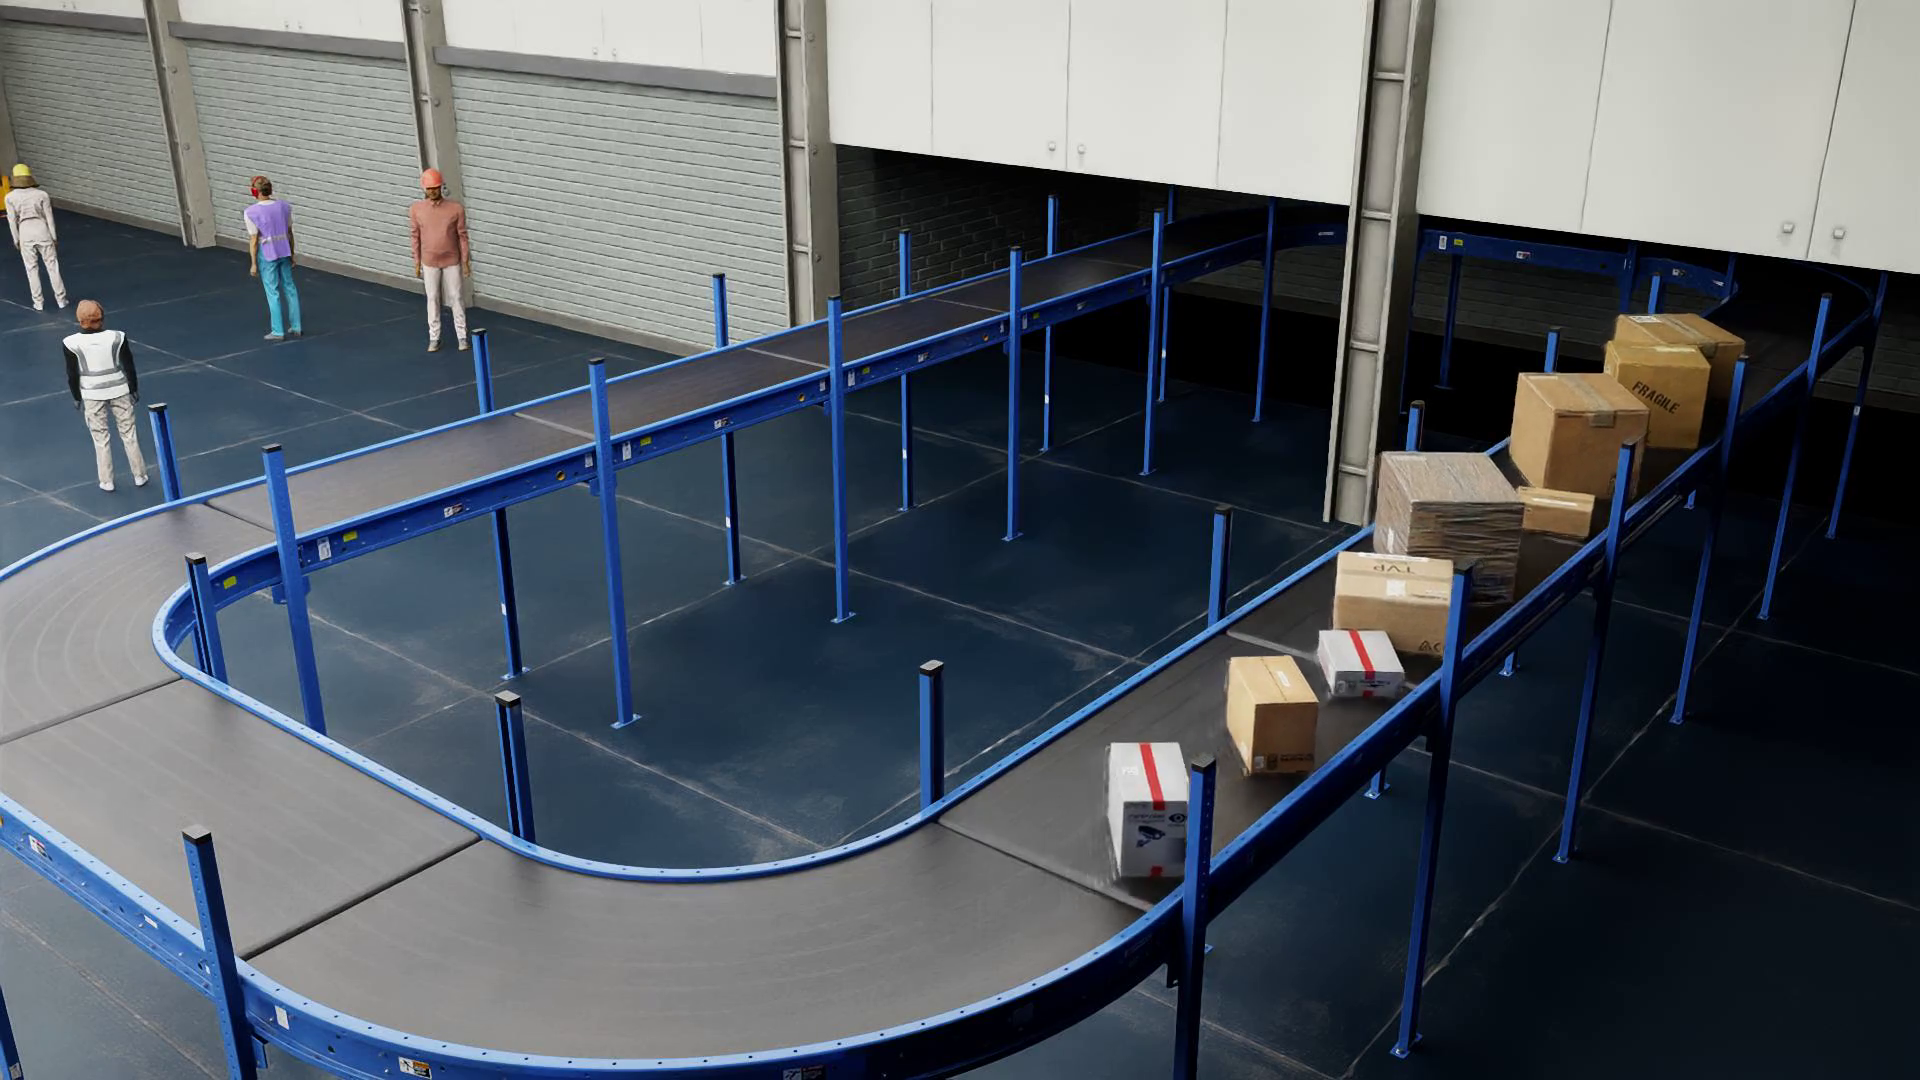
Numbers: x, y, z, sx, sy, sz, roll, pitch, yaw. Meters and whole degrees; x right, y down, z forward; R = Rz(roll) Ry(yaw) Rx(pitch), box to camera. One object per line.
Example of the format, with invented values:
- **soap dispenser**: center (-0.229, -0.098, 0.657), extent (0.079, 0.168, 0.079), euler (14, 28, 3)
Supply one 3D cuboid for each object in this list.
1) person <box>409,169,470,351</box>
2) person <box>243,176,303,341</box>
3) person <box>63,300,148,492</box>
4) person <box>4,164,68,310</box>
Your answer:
- **person**: center (-5.698, -3.069, 18.268), extent (0.609, 1.995, 0.378), euler (-5, 22, -11)
- **person**: center (-7.713, -3.159, 18.696), extent (0.390, 1.846, 0.564), euler (13, 25, 30)
- **person**: center (-7.202, -1.211, 14.026), extent (0.523, 1.639, 0.306), euler (-13, 25, -30)
- **person**: center (-11.199, -3.666, 20.127), extent (0.503, 1.739, 0.323), euler (-11, 24, -26)
